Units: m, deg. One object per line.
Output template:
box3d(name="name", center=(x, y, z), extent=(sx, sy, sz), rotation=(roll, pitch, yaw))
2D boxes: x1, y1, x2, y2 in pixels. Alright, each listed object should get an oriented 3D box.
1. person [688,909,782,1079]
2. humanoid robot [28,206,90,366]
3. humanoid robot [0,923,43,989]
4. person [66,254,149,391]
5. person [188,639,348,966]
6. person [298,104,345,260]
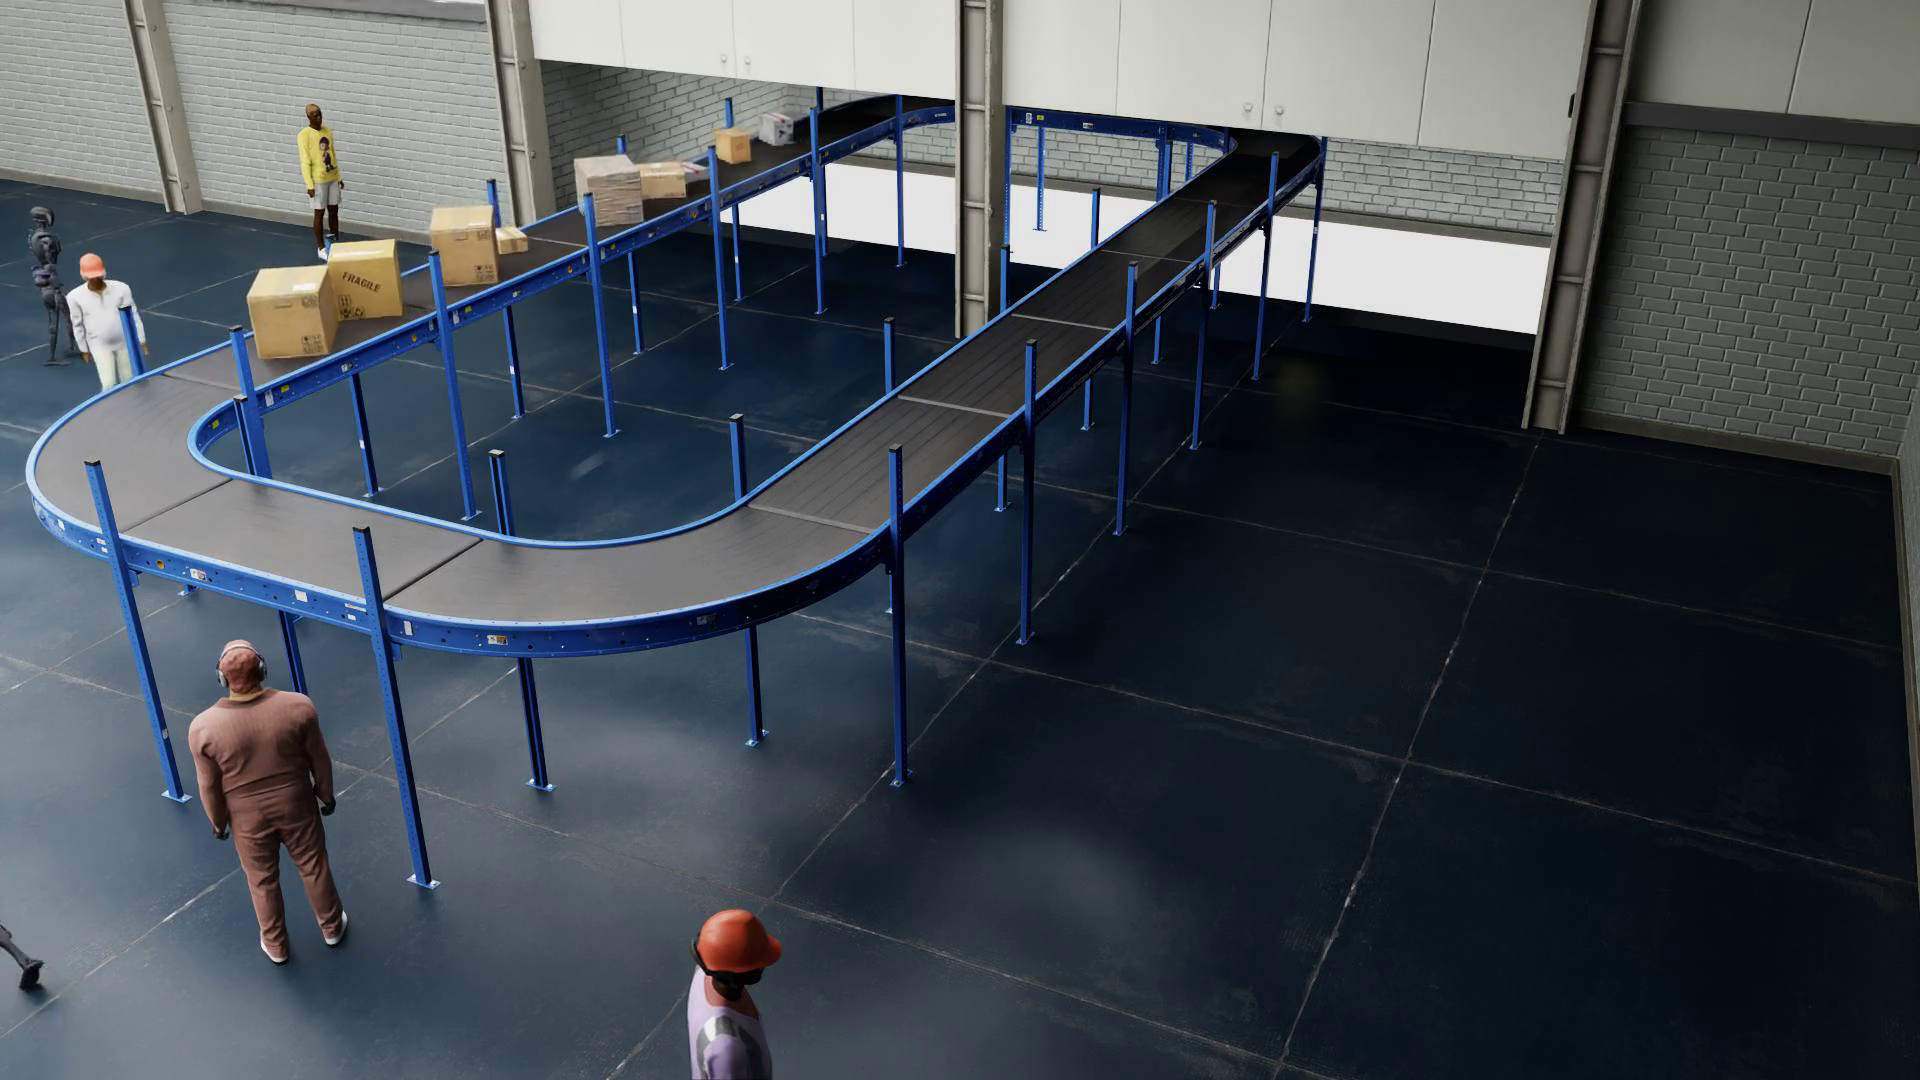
box3d(name="person", center=(-0.883, 2.335, 6.781), extent=(0.391, 2.041, 0.612), rotation=(-6, 27, -13))
box3d(name="humanoid robot", center=(-9.431, -2.643, 17.225), extent=(0.507, 1.636, 0.599), rotation=(-16, 31, -29))
box3d(name="humanoid robot", center=(-5.230, 1.679, 8.536), extent=(0.689, 1.637, 0.616), rotation=(9, 28, 17))
box3d(name="person", center=(-7.878, -1.815, 15.492), extent=(0.565, 1.731, 0.624), rotation=(-20, 33, -35))
box3d(name="person", center=(-3.660, 1.390, 8.838), extent=(0.651, 1.904, 0.406), rotation=(-13, 29, -25))
box3d(name="person", center=(-7.892, -4.445, 20.601), extent=(0.356, 1.898, 0.553), rotation=(12, 29, 23))
